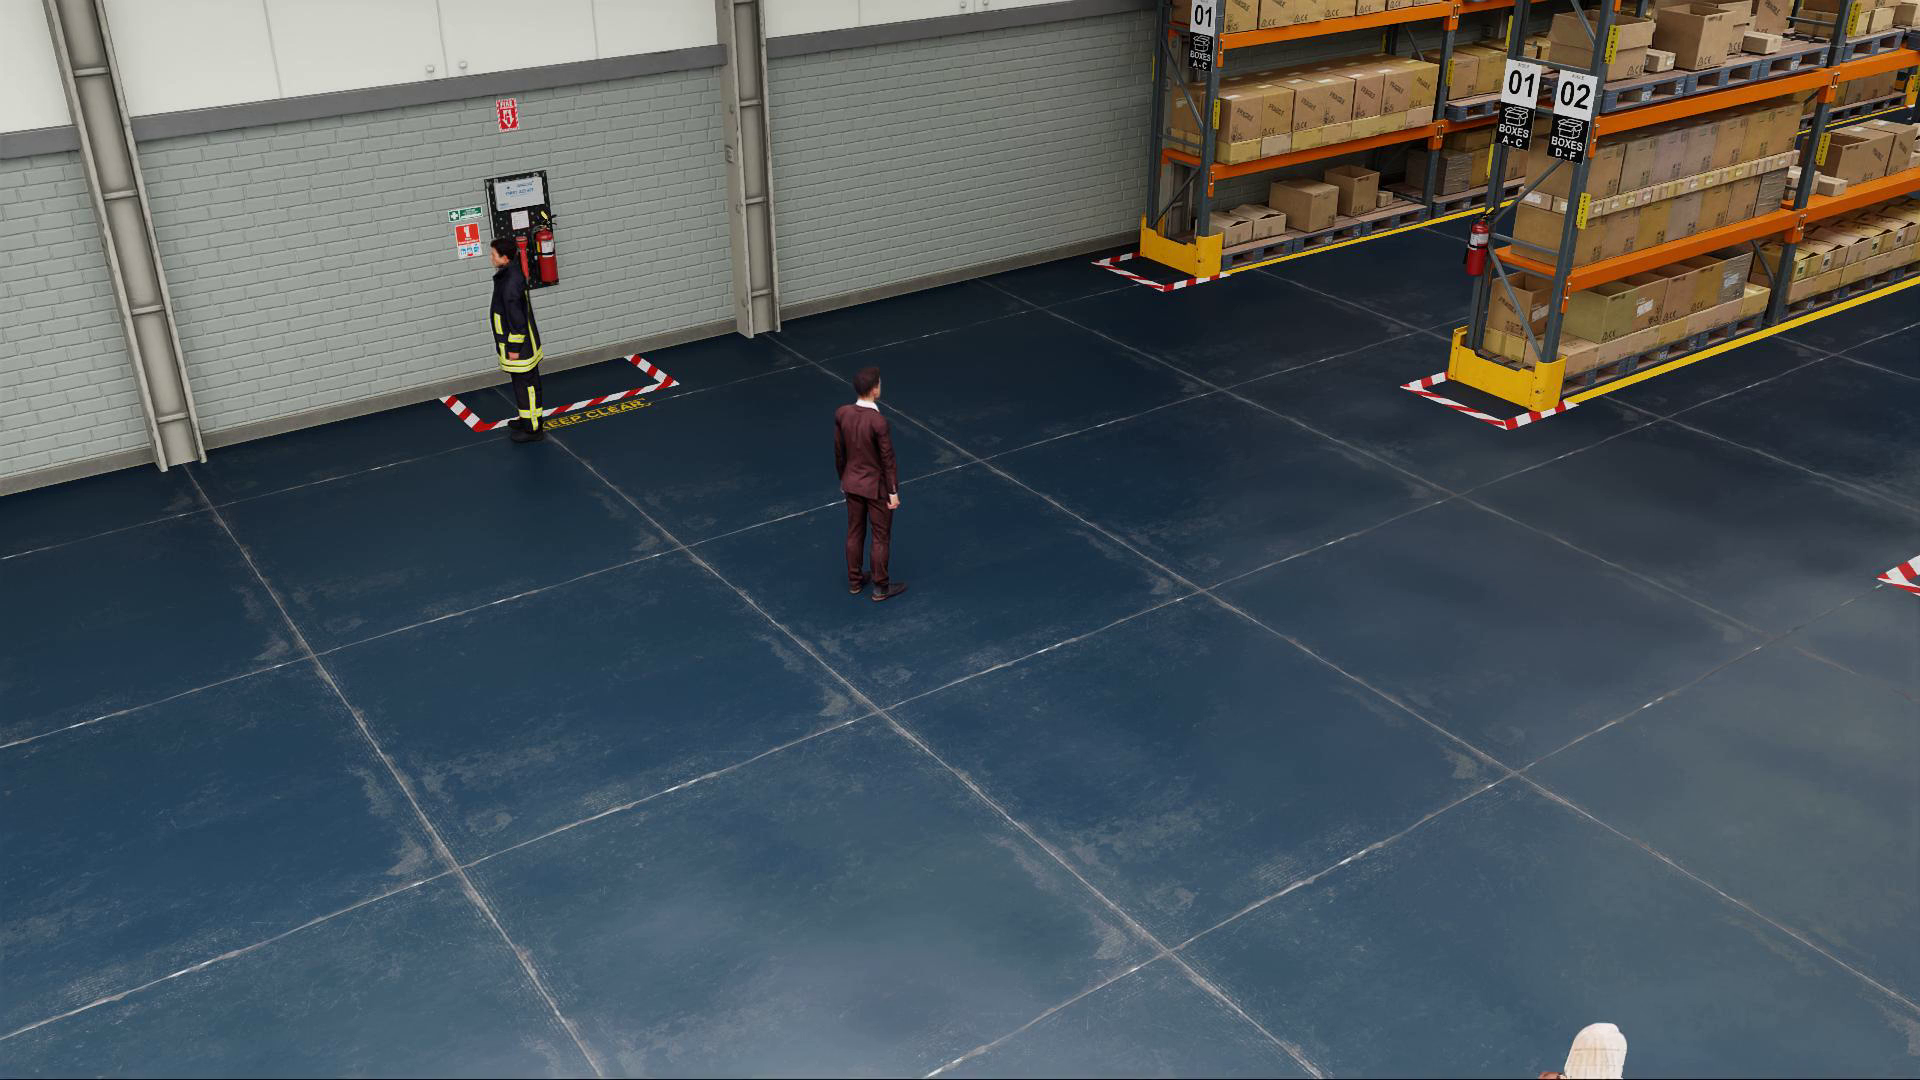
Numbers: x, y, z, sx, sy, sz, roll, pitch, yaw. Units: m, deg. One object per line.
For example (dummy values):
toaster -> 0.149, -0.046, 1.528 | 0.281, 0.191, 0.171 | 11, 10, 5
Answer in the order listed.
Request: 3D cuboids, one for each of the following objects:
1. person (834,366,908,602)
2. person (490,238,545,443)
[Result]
person -> -0.695, -0.426, 12.587 | 0.771, 1.863, 0.730 | 17, 32, 29
person -> -4.062, -1.852, 15.286 | 0.808, 1.928, 0.863 | -7, 28, -13
